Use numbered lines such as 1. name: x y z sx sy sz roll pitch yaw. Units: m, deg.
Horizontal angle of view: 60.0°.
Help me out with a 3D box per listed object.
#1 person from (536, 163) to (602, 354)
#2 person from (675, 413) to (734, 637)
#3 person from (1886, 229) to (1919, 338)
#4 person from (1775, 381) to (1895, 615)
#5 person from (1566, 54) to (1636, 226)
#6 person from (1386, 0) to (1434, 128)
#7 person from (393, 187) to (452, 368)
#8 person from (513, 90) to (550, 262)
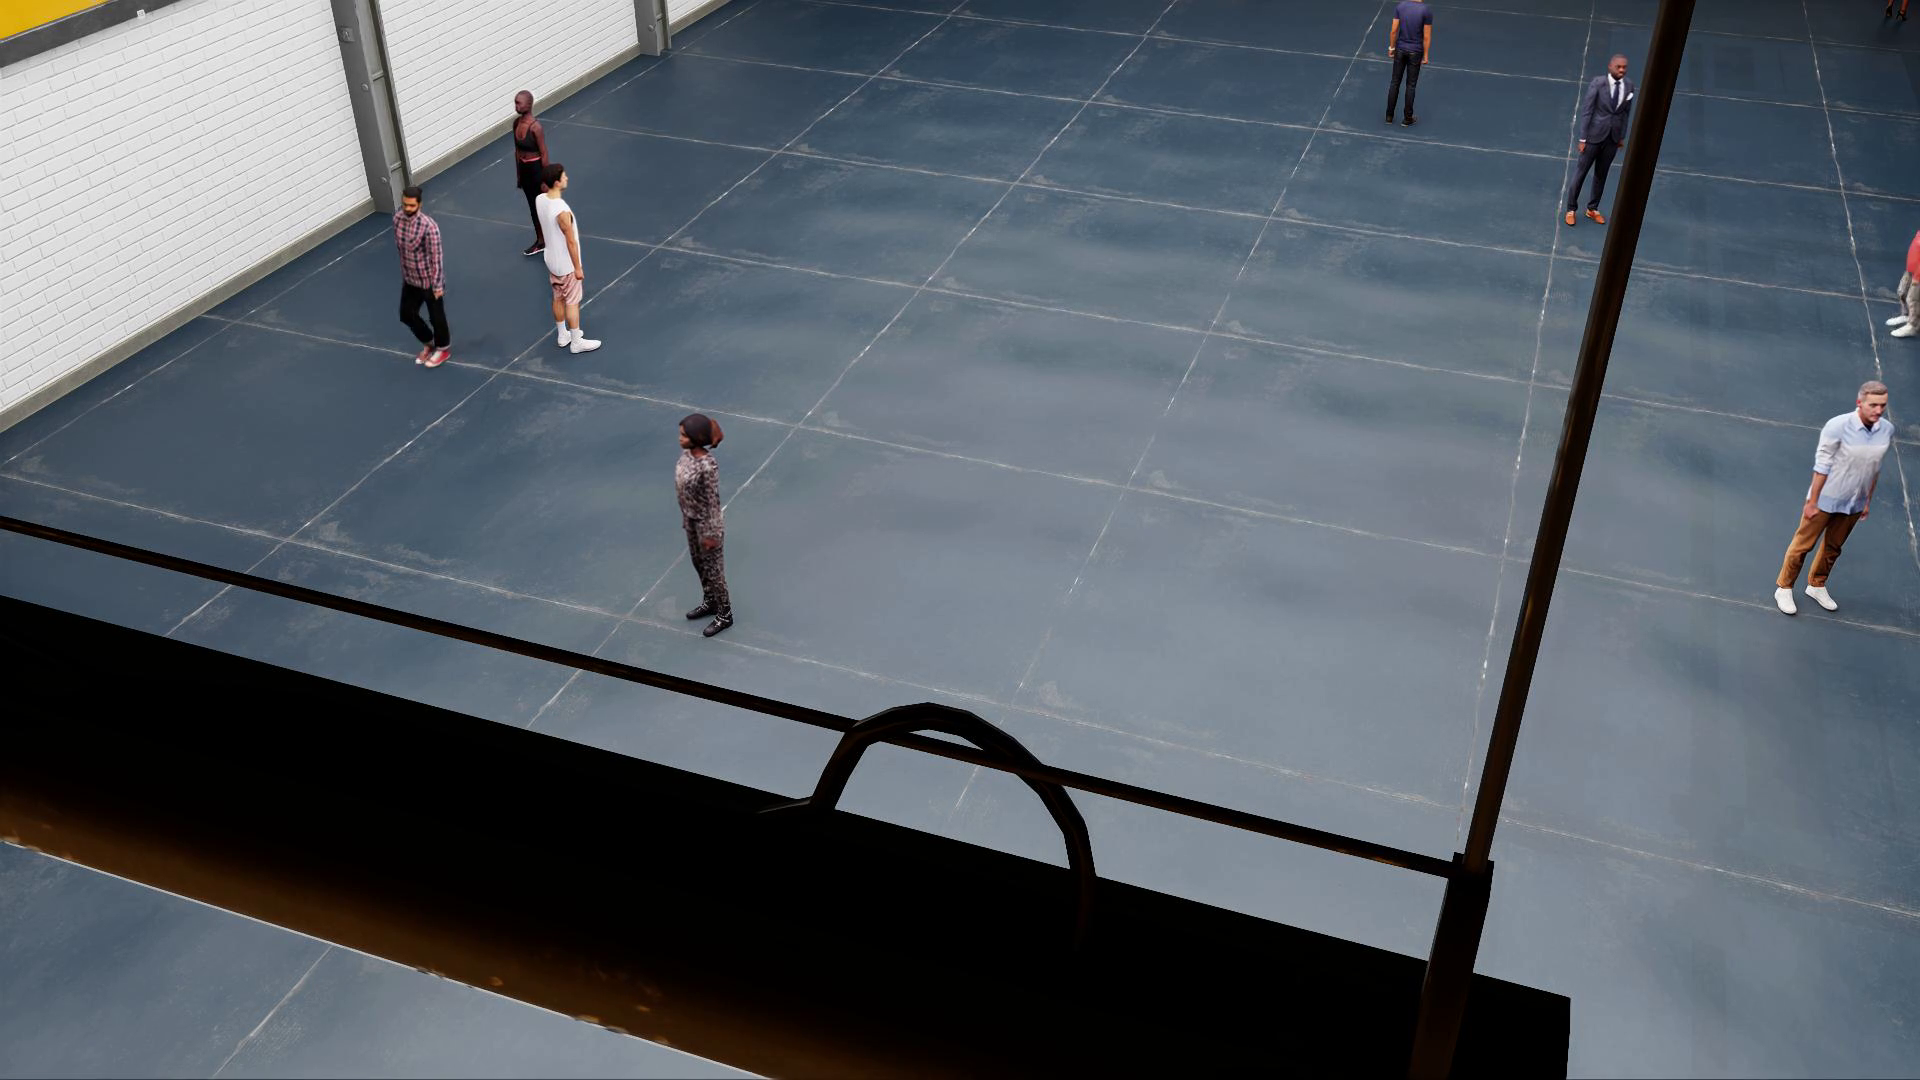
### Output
1. person: -3.655 -2.583 15.257 0.723 1.787 0.729 -27 42 -34
2. person: -1.789 -0.116 11.611 0.723 1.714 0.681 -21 39 -28
3. person: 9.029 -2.554 15.565 0.680 1.397 0.575 12 35 17
4. person: 6.234 -0.321 11.817 0.767 1.828 0.753 -5 34 -7
5. person: 6.866 -4.307 17.817 0.782 1.824 0.770 -3 34 -4
6. person: 5.491 -5.990 20.378 0.684 1.791 0.564 17 37 24
7. person: -4.797 -2.404 15.027 0.747 1.743 0.650 17 37 24
8. person: -4.339 -3.740 17.023 0.644 1.758 0.611 21 39 28
